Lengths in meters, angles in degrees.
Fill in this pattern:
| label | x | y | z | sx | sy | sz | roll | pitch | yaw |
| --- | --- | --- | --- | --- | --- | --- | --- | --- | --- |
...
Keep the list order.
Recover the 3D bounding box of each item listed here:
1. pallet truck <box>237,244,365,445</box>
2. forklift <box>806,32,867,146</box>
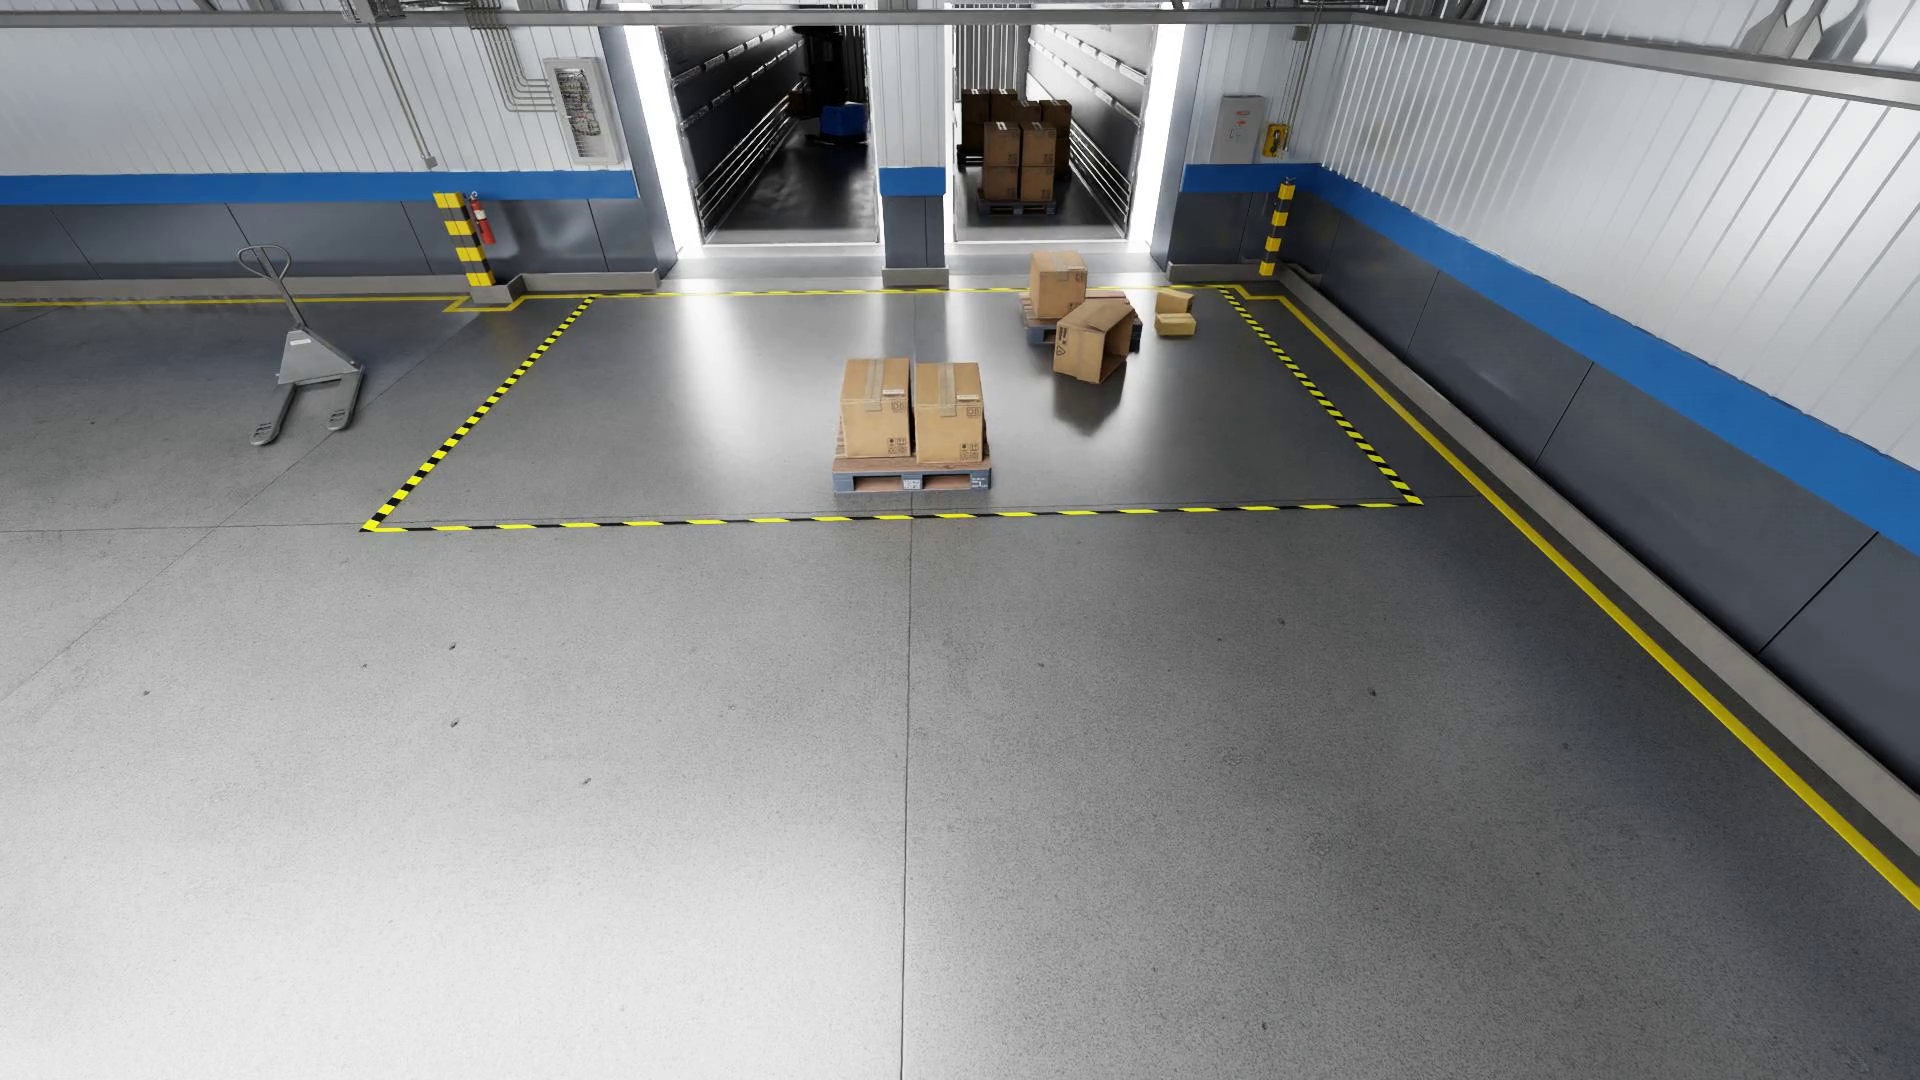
| label | x | y | z | sx | sy | sz | roll | pitch | yaw |
| --- | --- | --- | --- | --- | --- | --- | --- | --- | --- |
| pallet truck | -5.915 | -1.733 | 6.366 | 0.680 | 1.201 | 1.601 | -18 | 42 | -21 |
| forklift | -2.597 | -9.582 | 15.612 | 0.716 | 2.013 | 0.776 | -30 | 47 | -32 |
